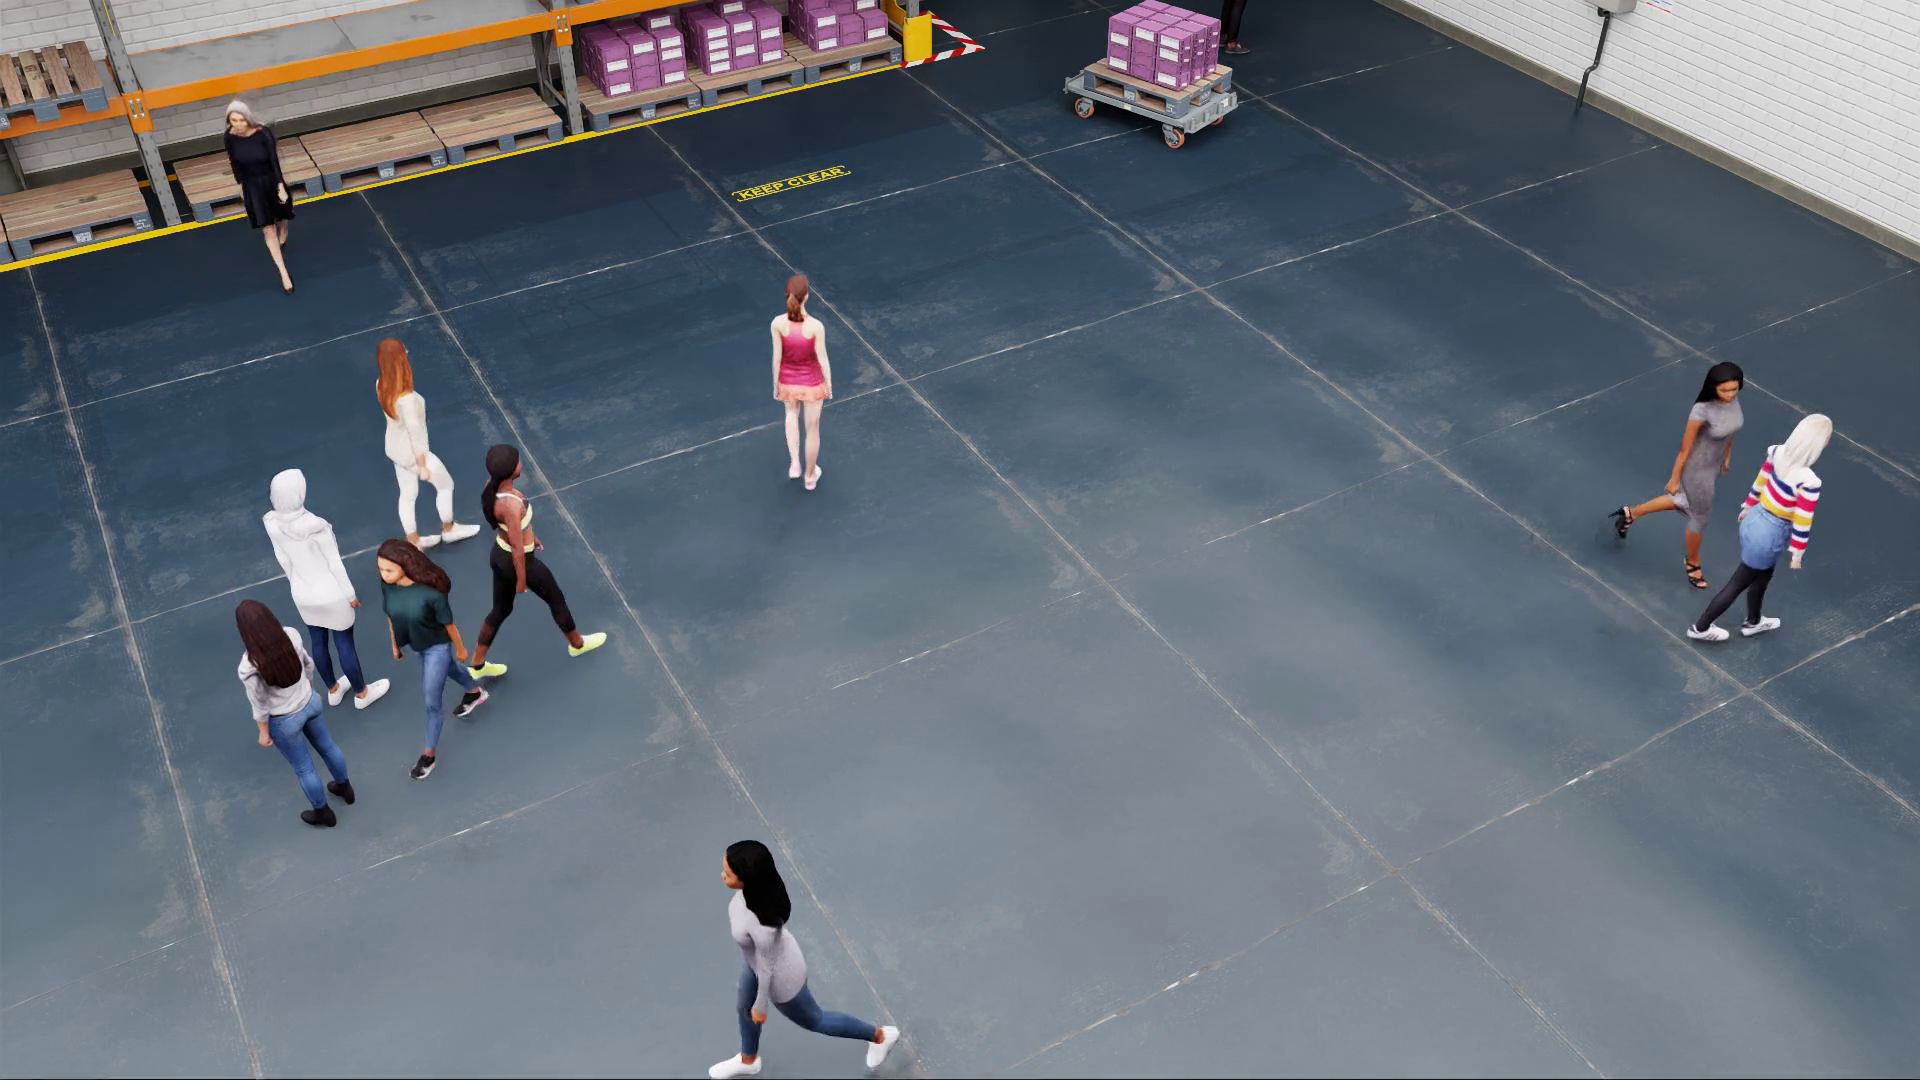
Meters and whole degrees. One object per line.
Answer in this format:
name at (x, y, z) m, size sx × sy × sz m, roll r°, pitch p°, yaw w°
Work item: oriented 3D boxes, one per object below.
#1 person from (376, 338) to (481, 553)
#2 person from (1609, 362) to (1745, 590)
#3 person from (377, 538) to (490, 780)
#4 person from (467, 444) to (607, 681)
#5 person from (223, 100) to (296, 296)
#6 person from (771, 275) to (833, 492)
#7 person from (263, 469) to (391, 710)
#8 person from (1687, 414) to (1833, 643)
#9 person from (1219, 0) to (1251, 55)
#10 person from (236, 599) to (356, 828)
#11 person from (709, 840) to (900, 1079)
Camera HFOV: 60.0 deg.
person at (-3.826, -0.564, 11.359) m, size 0.745 × 1.691 × 0.833 m, roll 31°, pitch 48°, yaw 33°
person at (4.899, -0.486, 11.219) m, size 0.973 × 1.745 × 0.819 m, roll -29°, pitch 47°, yaw -31°
person at (-3.169, 0.593, 10.004) m, size 0.998 × 1.575 × 1.137 m, roll 17°, pitch 42°, yaw 21°
person at (-2.871, 0.193, 10.400) m, size 1.165 × 1.705 × 0.671 m, roll -26°, pitch 45°, yaw -28°
person at (-6.044, -3.048, 14.469) m, size 1.150 × 1.693 × 0.812 m, roll -9°, pitch 40°, yaw -11°
person at (-1.163, -1.075, 11.961) m, size 0.715 × 1.739 × 0.777 m, roll 5°, pitch 39°, yaw 6°
person at (-3.922, 0.320, 10.183) m, size 0.683 × 1.777 × 0.733 m, roll 11°, pitch 40°, yaw 14°
person at (5.049, -0.022, 10.615) m, size 1.010 × 1.773 × 0.895 m, roll -3°, pitch 39°, yaw -3°
person at (3.111, -6.351, 18.504) m, size 0.633 × 1.818 × 0.717 m, roll -10°, pitch 40°, yaw -12°
person at (-3.792, 0.983, 9.471) m, size 0.740 × 1.630 × 0.647 m, roll 15°, pitch 41°, yaw 18°
person at (-0.785, 2.077, 8.056) m, size 1.253 × 1.687 × 0.832 m, roll -9°, pitch 40°, yaw -12°
